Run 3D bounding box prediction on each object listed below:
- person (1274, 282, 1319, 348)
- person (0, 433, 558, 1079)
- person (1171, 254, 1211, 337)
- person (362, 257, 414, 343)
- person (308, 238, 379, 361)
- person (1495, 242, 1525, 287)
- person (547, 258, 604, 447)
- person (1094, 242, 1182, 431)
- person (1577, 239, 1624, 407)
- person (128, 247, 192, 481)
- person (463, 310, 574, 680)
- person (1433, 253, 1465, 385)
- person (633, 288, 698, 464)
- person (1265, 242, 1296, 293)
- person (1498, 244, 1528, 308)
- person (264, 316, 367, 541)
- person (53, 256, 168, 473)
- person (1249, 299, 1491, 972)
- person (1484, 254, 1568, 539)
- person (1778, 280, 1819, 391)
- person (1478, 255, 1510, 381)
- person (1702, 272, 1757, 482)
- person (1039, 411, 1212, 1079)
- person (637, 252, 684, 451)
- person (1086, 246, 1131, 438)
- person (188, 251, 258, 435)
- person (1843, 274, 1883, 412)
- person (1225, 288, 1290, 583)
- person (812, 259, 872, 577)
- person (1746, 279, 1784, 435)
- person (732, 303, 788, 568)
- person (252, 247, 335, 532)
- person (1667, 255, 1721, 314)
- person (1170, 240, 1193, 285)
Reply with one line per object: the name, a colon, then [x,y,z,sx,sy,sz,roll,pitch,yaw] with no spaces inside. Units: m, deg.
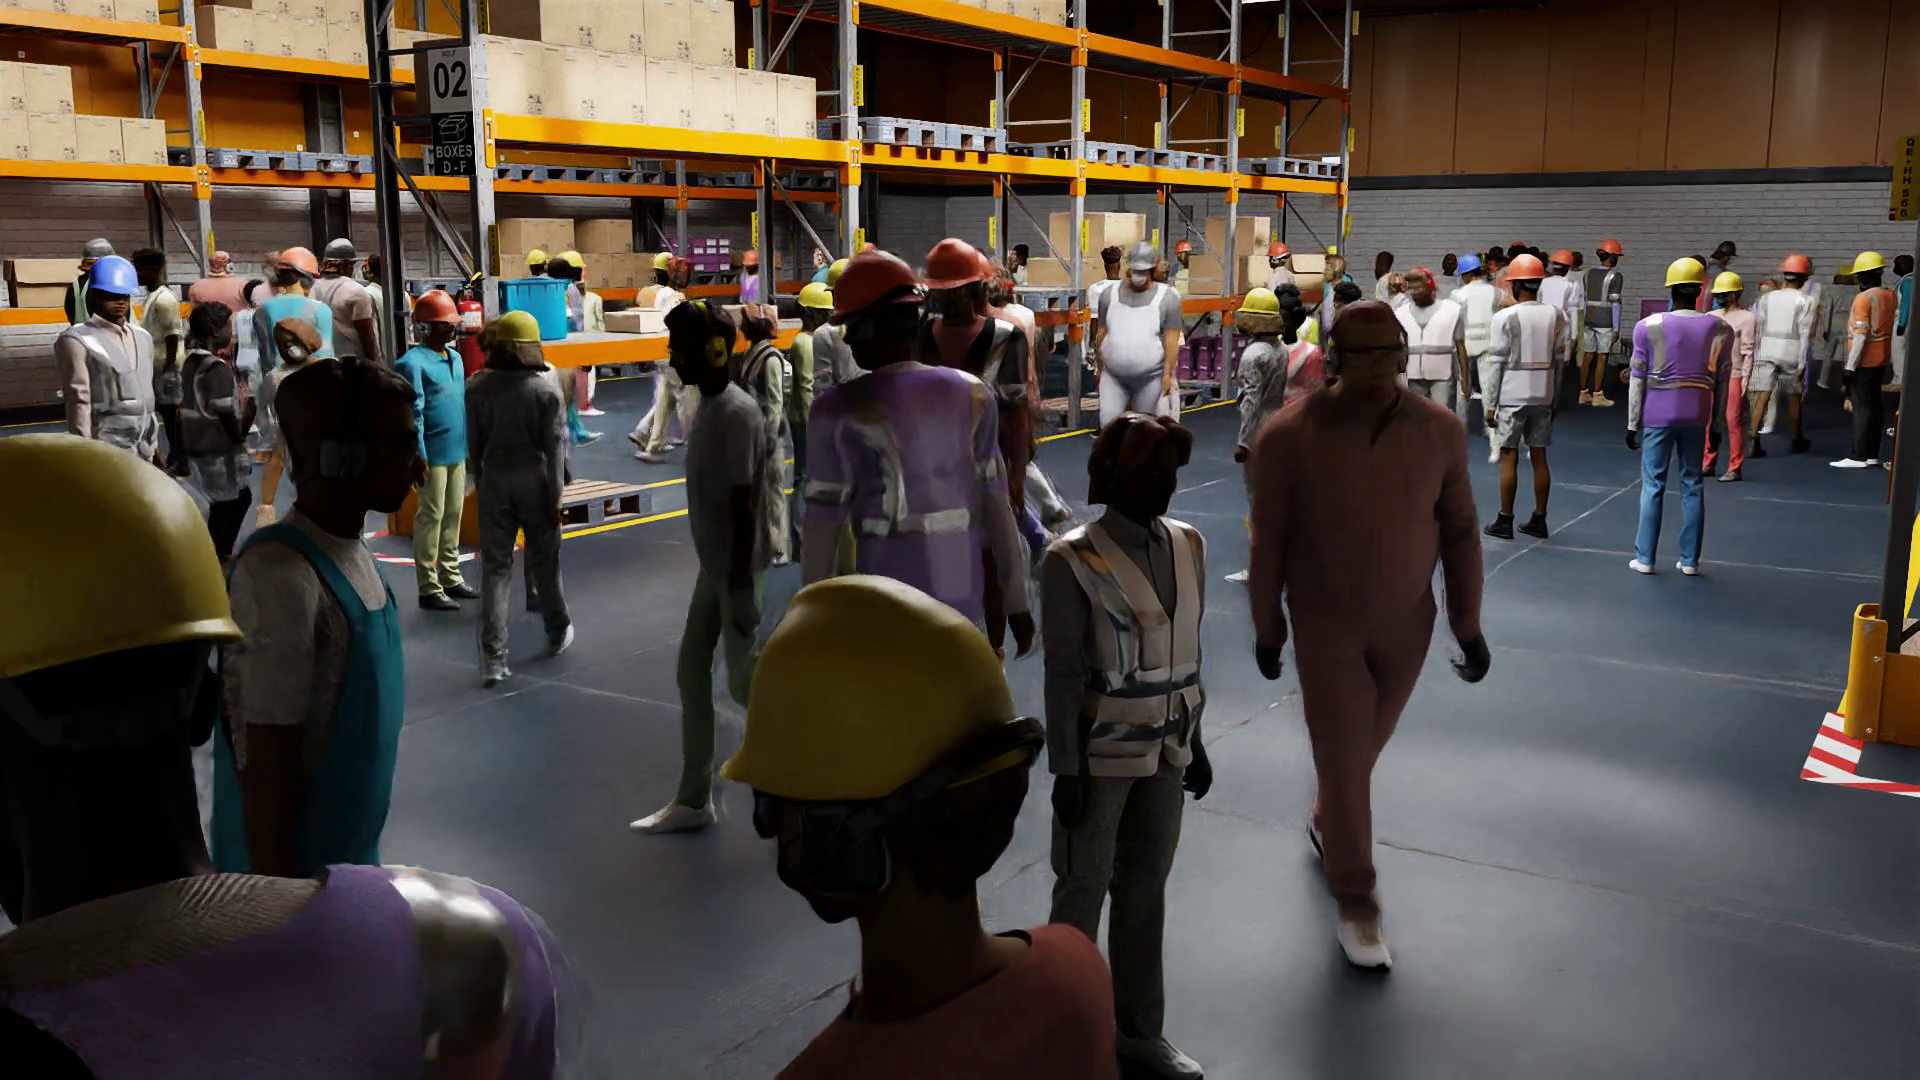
person: [2.800,-1.377,14.288,0.541,1.675,0.654,2,10,11]
person: [-0.535,0.874,1.201,0.591,1.900,0.540,-8,13,-38]
person: [3.347,-3.261,24.326,0.466,1.823,0.664,-7,13,-36]
person: [-5.285,-1.646,15.186,0.585,1.882,0.340,-3,11,-17]
person: [-5.295,-1.586,14.418,0.688,2.000,0.539,4,11,23]
person: [7.547,-3.061,22.717,0.612,1.994,0.395,-6,12,-31]
person: [-3.853,-1.754,15.883,1.007,1.851,0.590,-8,13,-37]
person: [1.377,-1.359,13.161,0.699,2.000,0.815,3,11,15]
person: [7.833,-2.632,20.254,0.413,2.035,0.601,-4,11,-22]
person: [-6.729,-1.470,14.002,0.384,1.958,0.656,-8,13,-36]
person: [-2.075,-0.219,7.808,0.493,1.716,0.864,0,10,-1]
person: [6.811,-3.091,23.331,0.505,1.838,0.349,0,10,1]
person: [-2.598,-1.484,15.095,0.515,1.586,0.848,7,12,32]
person: [3.882,-2.635,20.358,0.375,1.995,0.611,7,12,32]
person: [7.011,-2.749,21.070,0.367,1.966,0.606,8,13,38]
person: [-3.659,-0.480,9.533,0.592,1.599,0.341,-9,14,-42]
person: [-4.253,-0.455,8.419,0.402,1.943,0.605,2,10,12]
person: [1.186,0.219,4.934,0.647,1.865,0.988,-1,10,-7]
person: [3.810,-0.963,11.293,0.546,1.933,0.380,-2,10,-11]
person: [11.316,-2.930,22.589,0.615,1.778,0.937,6,12,32]
person: [7.685,-3.105,23.487,0.992,1.816,0.526,-6,12,-32]
person: [6.420,-1.368,14.001,0.341,1.759,0.530,-5,11,-25]
person: [0.387,0.517,3.886,0.511,1.638,0.308,-9,14,-41]
person: [-2.765,-1.810,16.062,0.608,1.893,0.844,9,14,41]
person: [1.560,-2.002,16.956,0.605,1.956,0.373,-5,11,-24]
person: [-7.634,-2.040,17.309,0.644,1.907,0.399,-1,10,-6]
person: [10.687,-2.357,19.666,0.317,1.691,0.534,3,11,15]
person: [1.762,-0.610,9.832,0.304,1.745,0.483,7,13,35]
person: [-0.613,-0.636,9.511,0.584,1.918,0.409,-9,14,-42]
person: [8.412,-1.906,17.347,0.349,1.622,0.550,-8,13,-36]
person: [-1.231,-0.646,10.323,0.307,1.641,0.514,-5,11,-27]
person: [-4.529,-0.997,11.352,0.616,1.981,1.085,2,10,11]
person: [8.950,-2.556,20.345,0.627,1.844,0.429,7,13,36]
person: [3.553,-3.727,26.345,0.452,2.030,0.621,-10,14,-43]
